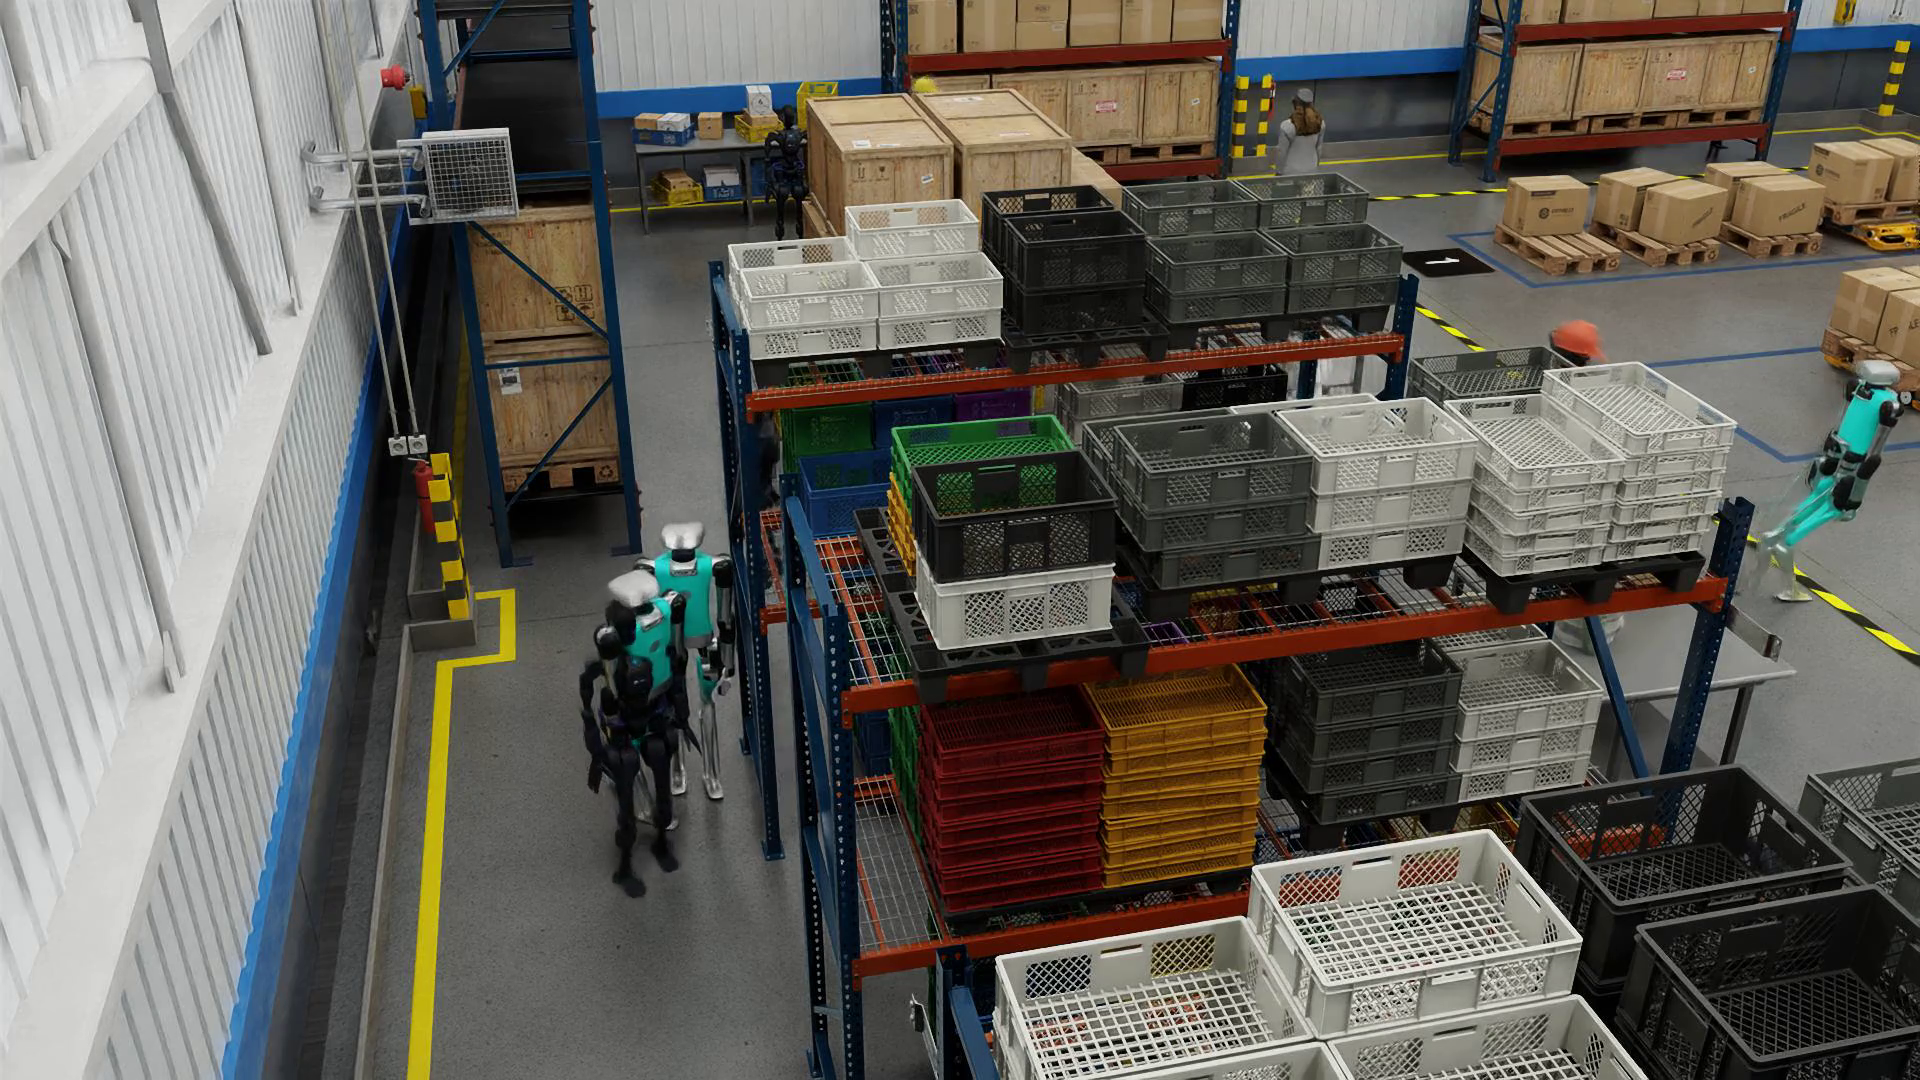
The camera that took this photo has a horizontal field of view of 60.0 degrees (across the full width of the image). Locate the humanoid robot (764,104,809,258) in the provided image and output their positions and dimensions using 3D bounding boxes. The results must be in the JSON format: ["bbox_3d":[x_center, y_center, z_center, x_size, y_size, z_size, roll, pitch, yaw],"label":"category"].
[{"bbox_3d":[-1.804,-3.825,17.780,0.599,1.654,0.315,-9,29,-16],"label":"humanoid robot"}]

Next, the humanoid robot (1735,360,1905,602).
[{"bbox_3d":[5.698,-0.299,11.157,0.792,1.879,0.546,-1,28,-2],"label":"humanoid robot"}]

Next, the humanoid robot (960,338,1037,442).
[{"bbox_3d":[0.298,-0.505,11.320,0.530,1.693,0.737,-4,28,-7],"label":"humanoid robot"}]

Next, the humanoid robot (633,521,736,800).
[{"bbox_3d":[-1.506,0.614,9.256,0.550,1.766,0.673,-4,28,-8],"label":"humanoid robot"}]

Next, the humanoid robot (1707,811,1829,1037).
[{"bbox_3d":[3.405,1.807,7.152,0.521,1.656,0.604,-24,36,-38],"label":"humanoid robot"}]

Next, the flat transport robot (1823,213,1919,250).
[{"bbox_3d":[10.250,-3.612,18.869,0.652,0.197,1.431,-6,28,-12],"label":"flat transport robot"}]

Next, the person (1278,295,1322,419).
[{"bbox_3d":[2.323,-0.941,12.133,0.826,1.853,0.593,11,30,19],"label":"person"}]

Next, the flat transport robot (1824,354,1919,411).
[{"bbox_3d":[8.473,-1.467,14.800,0.652,0.197,1.431,-6,28,-12],"label":"flat transport robot"}]

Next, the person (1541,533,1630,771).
[{"bbox_3d":[3.471,0.537,9.239,0.399,1.937,0.602,5,28,9],"label":"person"}]

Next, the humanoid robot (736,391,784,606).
[{"bbox_3d":[-1.322,-0.235,10.987,0.351,1.647,0.596,-2,28,-3],"label":"humanoid robot"}]

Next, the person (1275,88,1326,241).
[{"bbox_3d":[3.668,-4.003,18.030,0.563,1.769,0.400,-11,30,-21],"label":"person"}]

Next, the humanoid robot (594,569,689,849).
[{"bbox_3d":[-1.768,0.912,8.800,0.733,1.842,0.550,23,35,36],"label":"humanoid robot"}]

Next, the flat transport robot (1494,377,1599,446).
[{"bbox_3d":[4.780,-1.036,14.013,0.659,0.231,1.431,-6,28,-12],"label":"flat transport robot"}]

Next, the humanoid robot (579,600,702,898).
[{"bbox_3d":[-1.628,1.043,8.559,0.611,1.654,0.392,-17,32,-30],"label":"humanoid robot"}]

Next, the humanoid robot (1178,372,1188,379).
[{"bbox_3d":[1.138,-0.222,10.945,1.025,1.777,0.540,-15,31,-26],"label":"humanoid robot"}]

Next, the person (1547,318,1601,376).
[{"bbox_3d":[3.931,-0.529,11.166,0.417,2.032,0.610,18,33,30],"label":"person"}]

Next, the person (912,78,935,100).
[{"bbox_3d":[-0.409,-4.223,18.423,0.425,1.796,0.642,10,29,18],"label":"person"}]
